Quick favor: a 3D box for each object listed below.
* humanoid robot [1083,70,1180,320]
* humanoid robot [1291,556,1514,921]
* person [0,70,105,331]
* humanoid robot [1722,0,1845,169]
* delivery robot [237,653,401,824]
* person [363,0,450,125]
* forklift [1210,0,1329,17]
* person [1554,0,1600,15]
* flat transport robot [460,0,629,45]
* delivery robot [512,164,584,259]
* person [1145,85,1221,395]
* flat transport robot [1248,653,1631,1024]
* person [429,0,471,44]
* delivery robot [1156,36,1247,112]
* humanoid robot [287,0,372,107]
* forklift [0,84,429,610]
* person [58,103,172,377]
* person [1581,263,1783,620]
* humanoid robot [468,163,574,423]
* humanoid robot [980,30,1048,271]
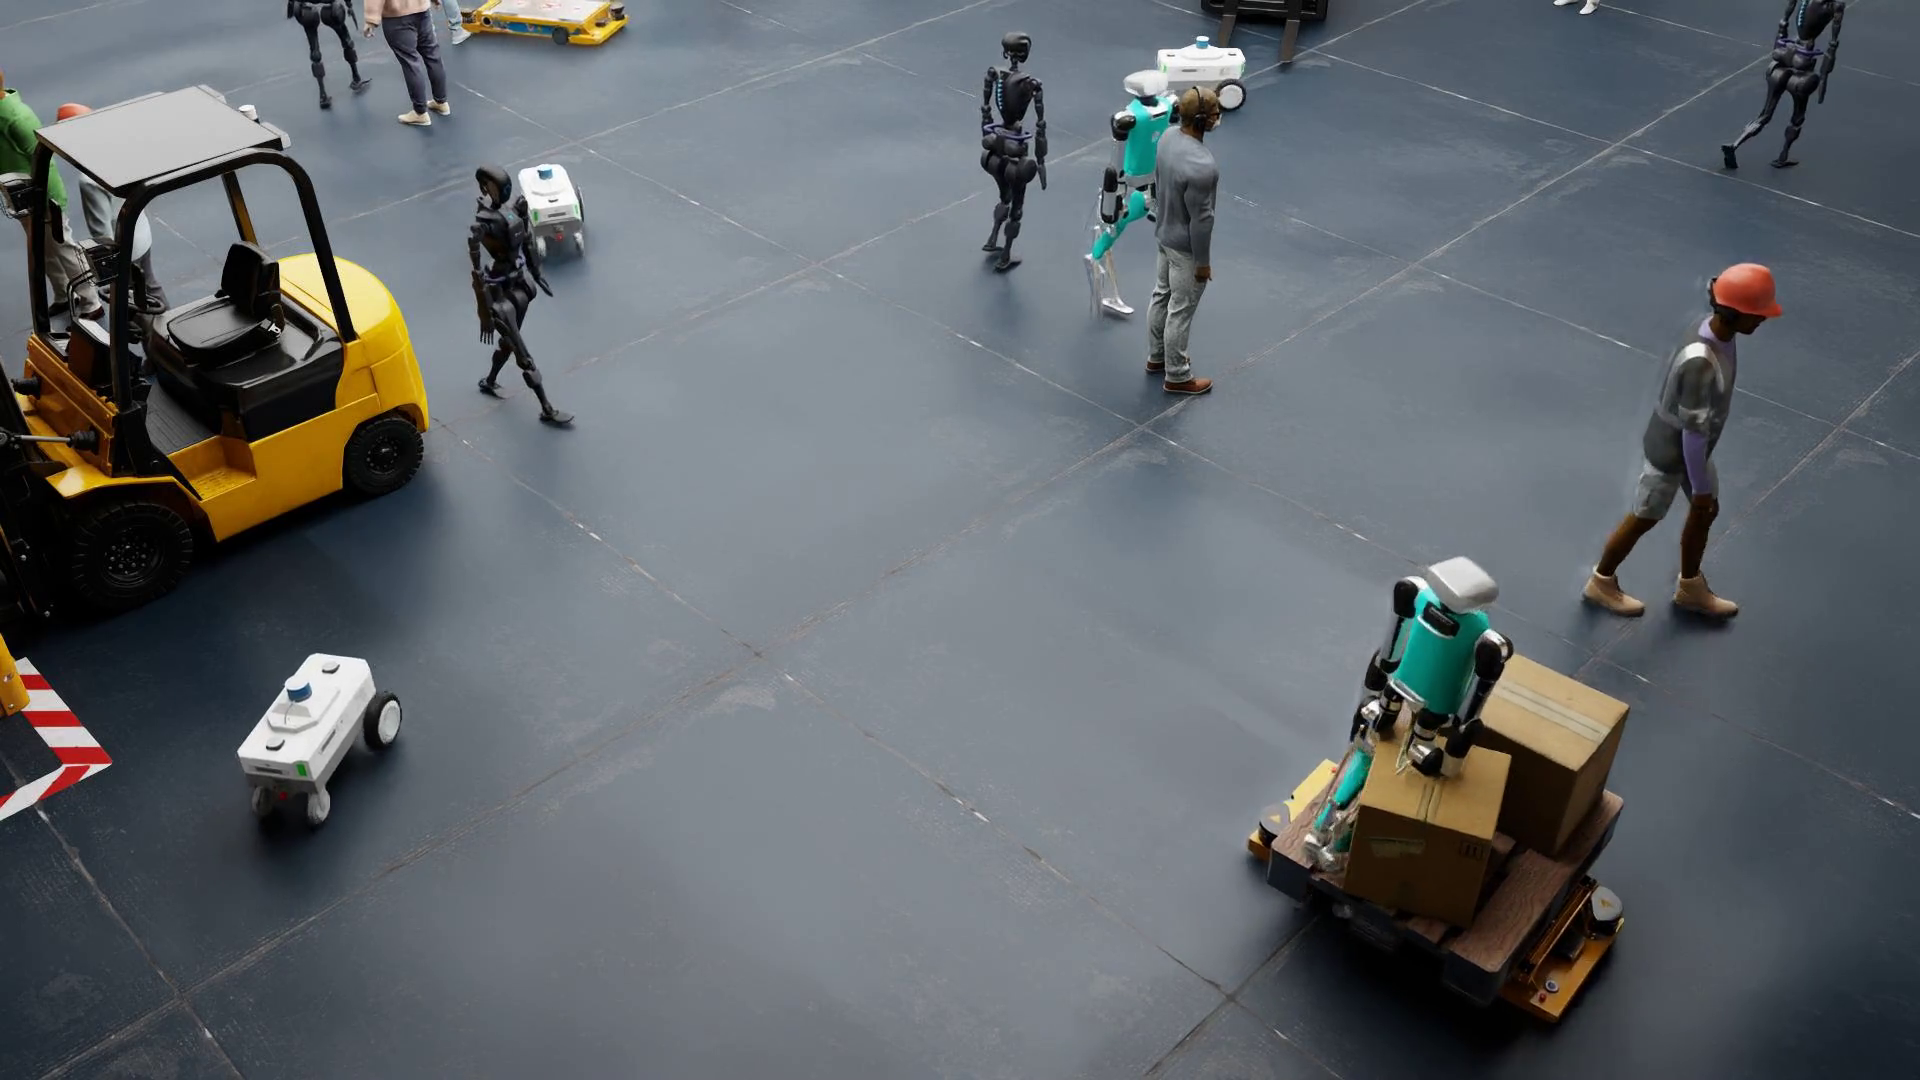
[{"bbox_3d":[1.007,-2.189,10.765,0.533,1.866,0.721,-24,43,-29],"label":"humanoid robot"},{"bbox_3d":[1.634,0.921,6.569,0.795,1.810,0.552,-22,42,-26],"label":"humanoid robot"},{"bbox_3d":[-5.959,-2.208,10.688,0.550,1.782,0.384,23,43,28],"label":"person"},{"bbox_3d":[6.318,-3.599,12.662,0.695,1.634,0.586,-15,39,-19],"label":"humanoid robot"},{"bbox_3d":[-2.954,0.866,7.614,0.499,0.614,0.815,6,37,8],"label":"delivery robot"},{"bbox_3d":[-4.464,-4.266,13.379,0.431,1.859,0.809,20,41,25],"label":"person"},{"bbox_3d":[3.106,-6.400,15.960,1.214,2.155,2.313,8,37,10],"label":"forklift"},{"bbox_3d":[5.982,-5.791,15.600,0.304,1.639,0.521,-21,42,-26],"label":"person"},{"bbox_3d":[-3.886,-4.874,15.522,1.431,0.231,0.659,9,38,12],"label":"flat transport robot"},{"bbox_3d":[-2.956,-2.414,11.998,0.499,0.604,0.806,-12,39,-16],"label":"delivery robot"},{"bbox_3d":[1.354,-1.793,10.004,0.373,1.939,0.627,-10,38,-13],"label":"person"},{"bbox_3d":[2.018,1.427,7.086,1.431,0.231,0.659,27,45,32],"label":"flat transport robot"},{"bbox_3d":[-4.781,-5.379,14.819,0.591,1.922,0.393,-2,37,-3],"label":"person"},{"bbox_3d":[2.051,-3.937,14.039,0.793,0.608,0.499,-2,37,-2],"label":"delivery robot"},{"bbox_3d":[-5.333,-4.494,13.850,0.610,1.630,0.654,3,37,3],"label":"humanoid robot"},{"bbox_3d":[-4.145,-1.093,8.856,2.313,2.155,1.214,-31,47,-34],"label":"forklift"},{"bbox_3d":[-5.167,-1.839,10.227,0.346,1.739,0.577,-2,37,-3],"label":"person"},{"bbox_3d":[3.636,-0.401,8.079,0.855,2.017,0.614,22,42,27],"label":"person"},{"bbox_3d":[-2.672,-1.490,9.866,0.797,1.618,0.608,14,39,18],"label":"humanoid robot"},{"bbox_3d":[0.342,-2.648,11.365,0.586,1.637,0.364,27,45,32],"label":"humanoid robot"}]
